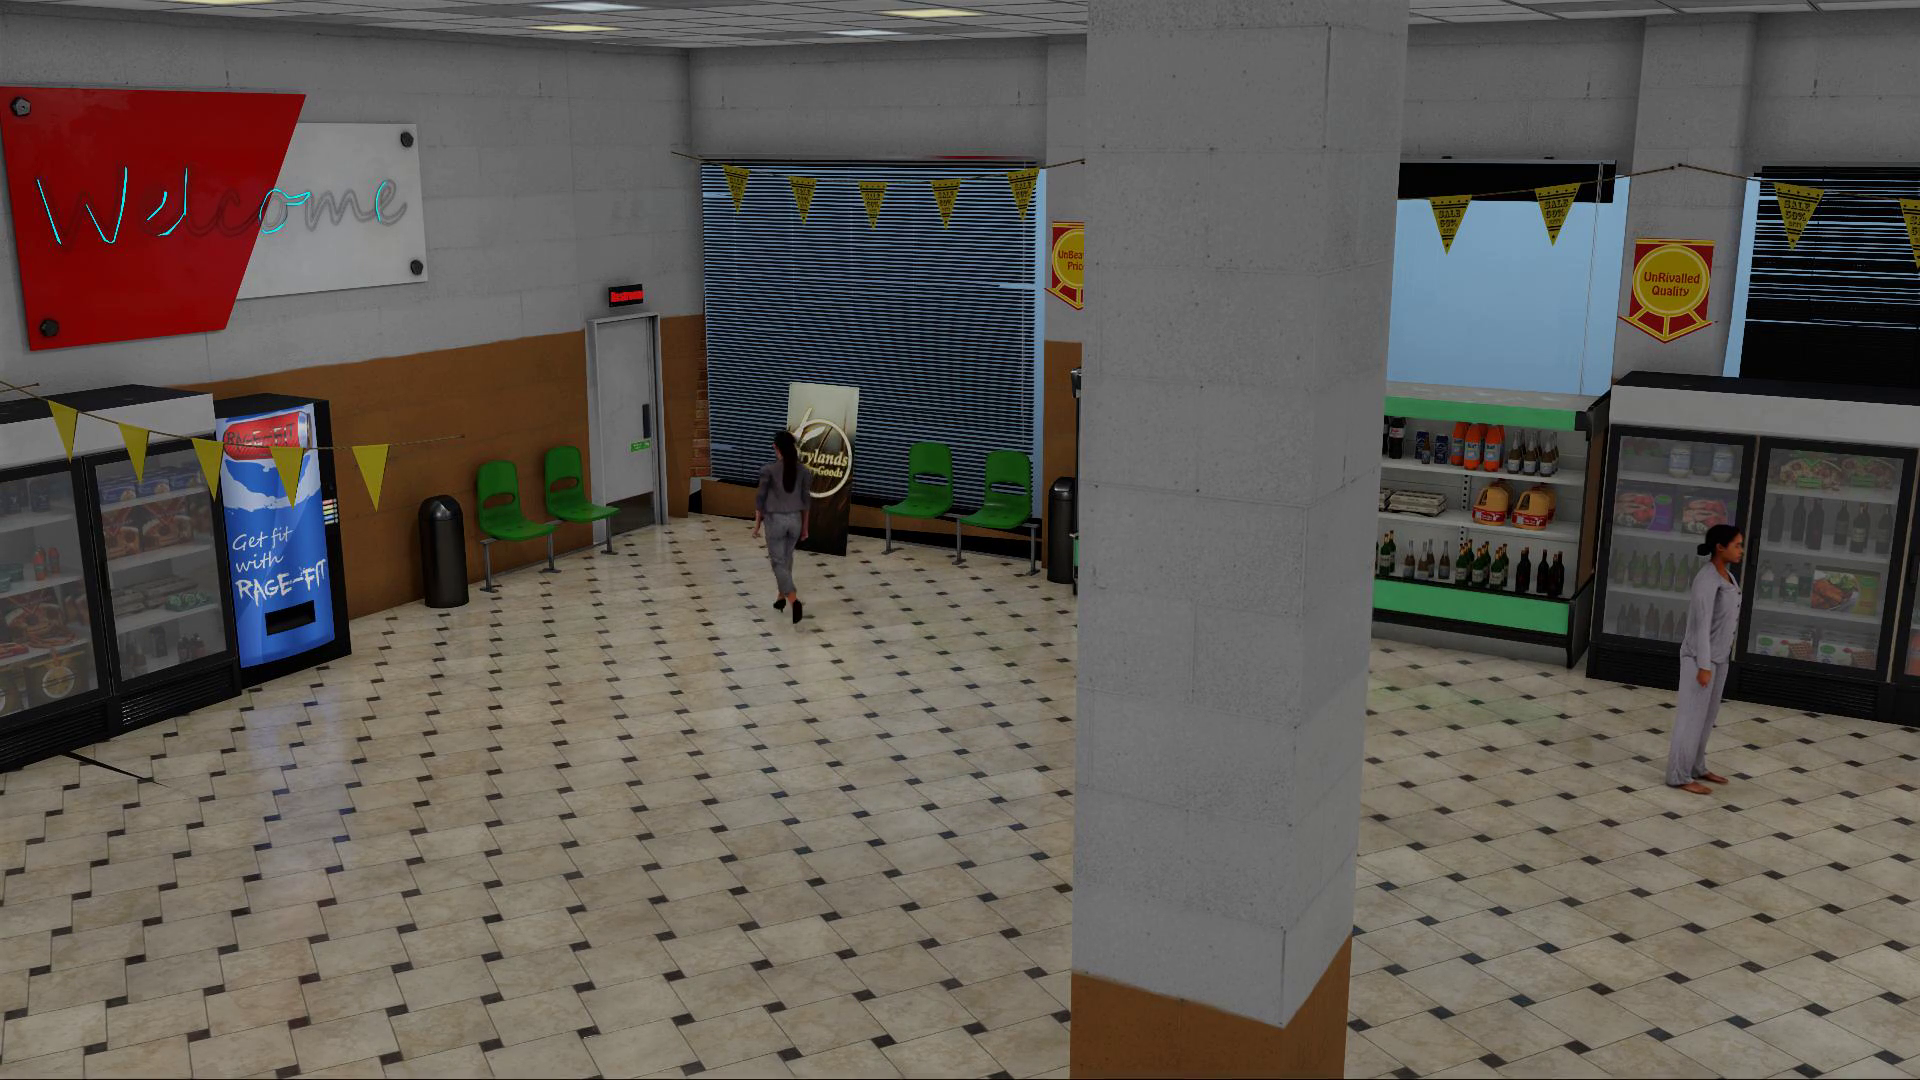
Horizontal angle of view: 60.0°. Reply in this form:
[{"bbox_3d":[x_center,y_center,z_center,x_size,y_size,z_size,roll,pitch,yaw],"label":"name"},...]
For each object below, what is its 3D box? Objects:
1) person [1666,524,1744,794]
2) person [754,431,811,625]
[{"bbox_3d":[4.780,0.739,10.671,0.616,1.735,0.665,12,18,39],"label":"person"},{"bbox_3d":[-1.491,-0.073,14.209,0.978,1.645,1.162,-7,15,-28],"label":"person"}]
